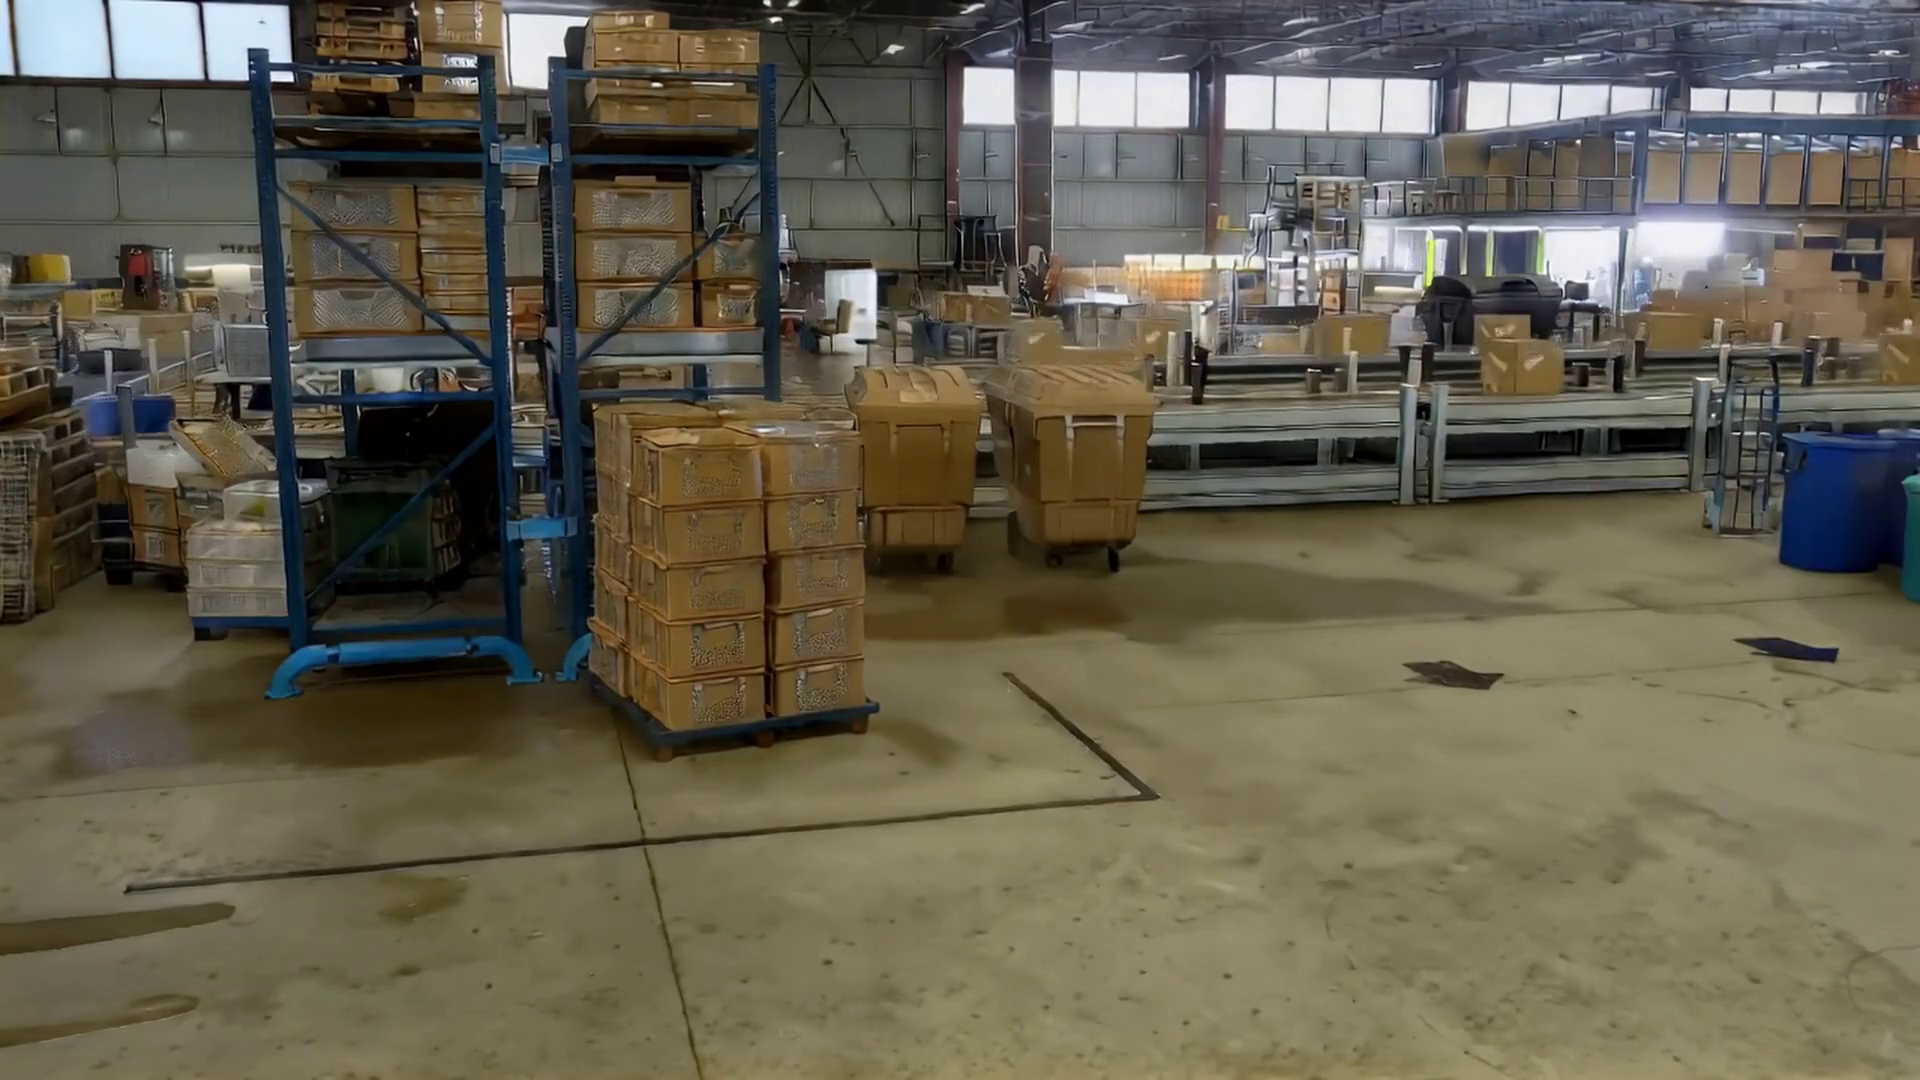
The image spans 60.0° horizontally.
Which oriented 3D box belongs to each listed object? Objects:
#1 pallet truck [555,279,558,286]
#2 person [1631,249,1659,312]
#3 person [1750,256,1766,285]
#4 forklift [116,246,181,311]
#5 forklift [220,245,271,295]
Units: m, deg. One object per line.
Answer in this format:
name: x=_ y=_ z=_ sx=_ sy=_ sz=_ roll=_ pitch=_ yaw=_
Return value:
pallet truck: x=-10.604 y=-6.375 z=44.520 sx=0.653 sy=1.274 sz=1.630 roll=-3 pitch=10 yaw=-15
person: x=16.999 y=-6.177 z=41.298 sx=0.605 sy=2.045 sz=0.378 roll=2 pitch=10 yaw=10
person: x=19.790 y=-6.127 z=41.459 sx=0.356 sy=1.887 sz=0.572 roll=-2 pitch=10 yaw=-13
forklift: x=-19.966 y=-6.232 z=40.894 sx=1.157 sy=1.987 sz=2.680 roll=-3 pitch=10 yaw=-15
forklift: x=-17.749 y=-6.334 z=41.440 sx=1.157 sy=1.987 sz=2.680 roll=-3 pitch=10 yaw=-17
